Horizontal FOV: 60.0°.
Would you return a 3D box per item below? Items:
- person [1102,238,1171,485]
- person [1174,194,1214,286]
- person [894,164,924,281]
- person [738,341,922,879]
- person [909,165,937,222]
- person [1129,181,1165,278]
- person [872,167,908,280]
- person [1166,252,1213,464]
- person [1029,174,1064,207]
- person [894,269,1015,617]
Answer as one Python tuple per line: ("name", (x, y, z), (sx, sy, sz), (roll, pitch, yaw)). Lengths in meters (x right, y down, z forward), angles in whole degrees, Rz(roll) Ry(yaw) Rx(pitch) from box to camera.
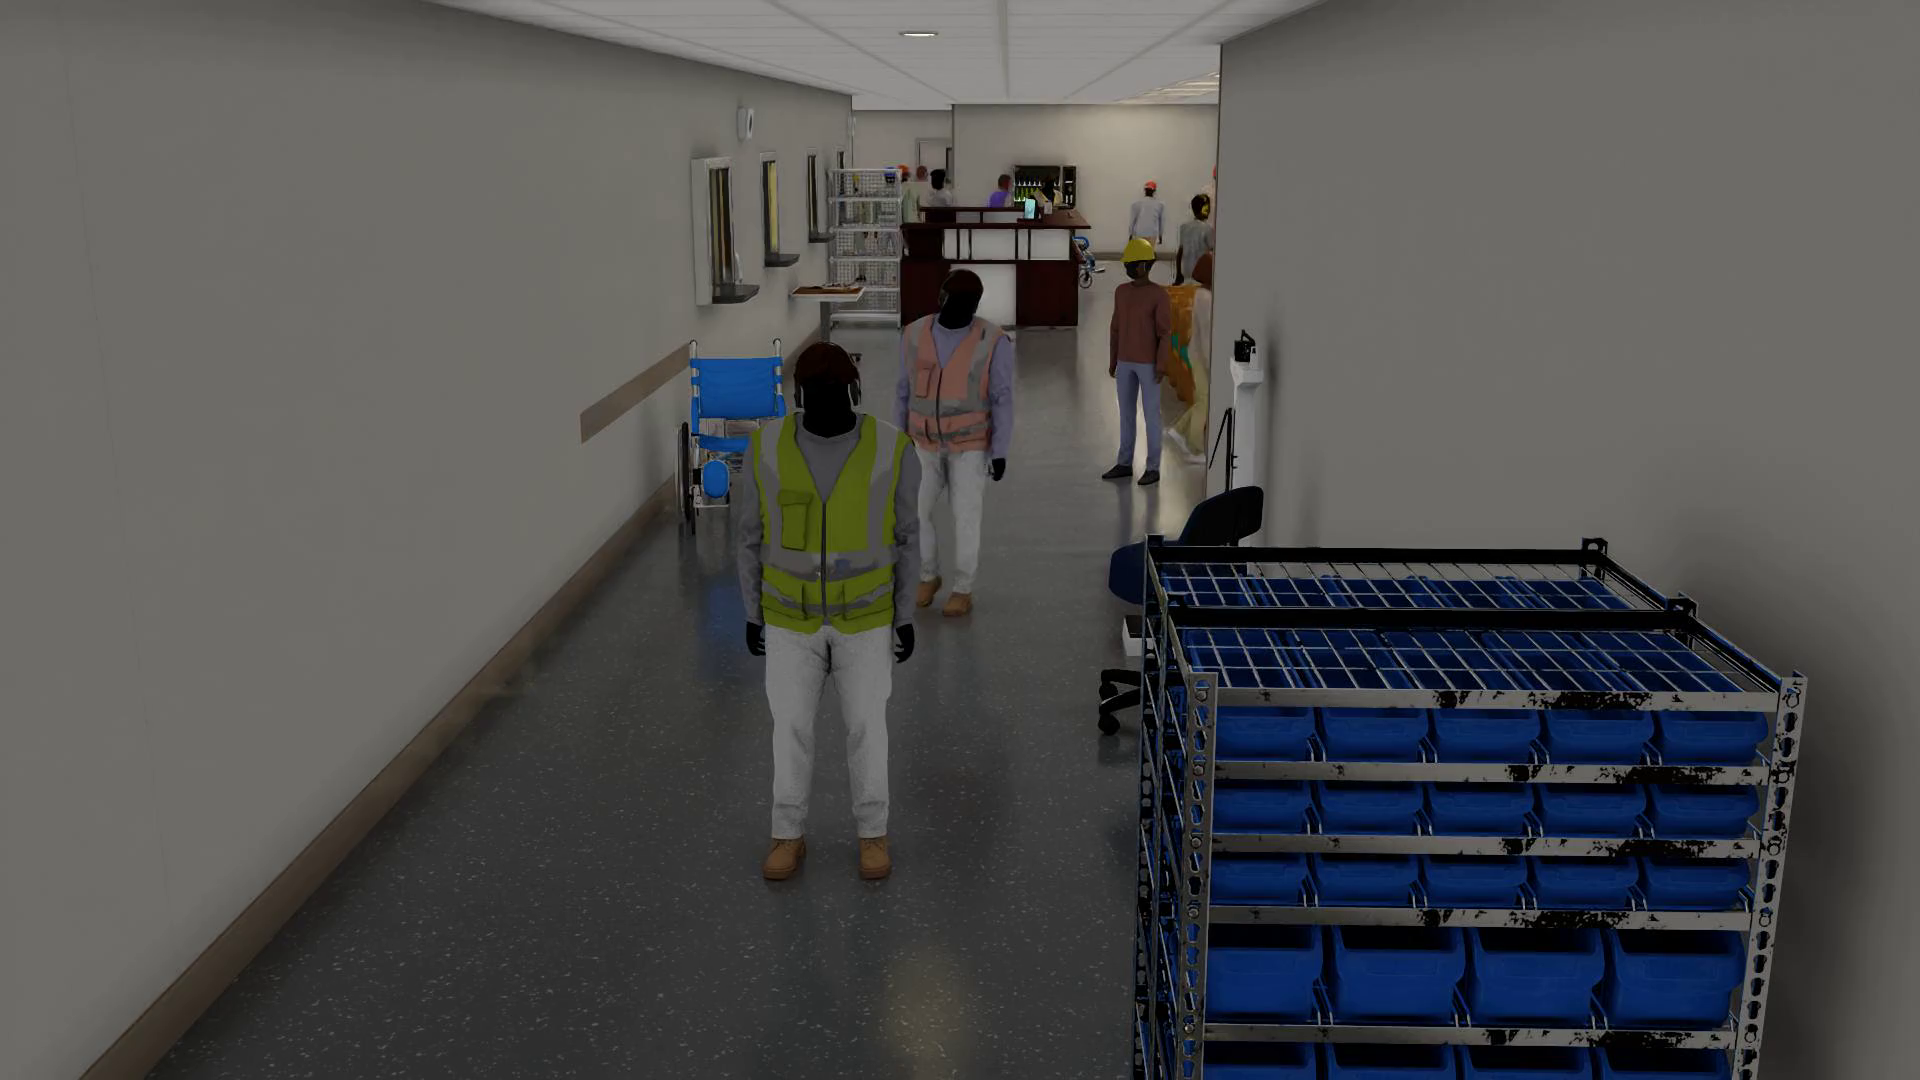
("person", (1.281, -1.285, 12.011), (0.314, 1.768, 0.527), (-13, 19, -43))
("person", (2.700, -2.948, 18.662), (1.000, 1.820, 0.536), (-9, 16, -31))
("person", (-0.858, -5.327, 28.009), (0.669, 1.964, 0.700), (-10, 17, -35))
("person", (-0.439, 0.250, 5.625), (0.623, 1.844, 0.429), (0, 14, 0))
("person", (-0.676, -5.776, 29.952), (0.651, 1.904, 0.403), (3, 14, 11))
("person", (3.080, -5.039, 27.379), (0.572, 1.699, 0.868), (4, 14, 16))
("person", (-1.137, -5.109, 27.181), (0.602, 1.938, 0.425), (2, 14, 6))
("person", (1.851, -1.374, 12.660), (0.386, 1.625, 0.498), (2, 14, 9))
("person", (1.409, -4.965, 26.813), (0.624, 1.839, 0.430), (-6, 15, -25))
("person", (-0.048, -0.497, 8.694), (0.665, 1.818, 0.465), (4, 15, 17))
